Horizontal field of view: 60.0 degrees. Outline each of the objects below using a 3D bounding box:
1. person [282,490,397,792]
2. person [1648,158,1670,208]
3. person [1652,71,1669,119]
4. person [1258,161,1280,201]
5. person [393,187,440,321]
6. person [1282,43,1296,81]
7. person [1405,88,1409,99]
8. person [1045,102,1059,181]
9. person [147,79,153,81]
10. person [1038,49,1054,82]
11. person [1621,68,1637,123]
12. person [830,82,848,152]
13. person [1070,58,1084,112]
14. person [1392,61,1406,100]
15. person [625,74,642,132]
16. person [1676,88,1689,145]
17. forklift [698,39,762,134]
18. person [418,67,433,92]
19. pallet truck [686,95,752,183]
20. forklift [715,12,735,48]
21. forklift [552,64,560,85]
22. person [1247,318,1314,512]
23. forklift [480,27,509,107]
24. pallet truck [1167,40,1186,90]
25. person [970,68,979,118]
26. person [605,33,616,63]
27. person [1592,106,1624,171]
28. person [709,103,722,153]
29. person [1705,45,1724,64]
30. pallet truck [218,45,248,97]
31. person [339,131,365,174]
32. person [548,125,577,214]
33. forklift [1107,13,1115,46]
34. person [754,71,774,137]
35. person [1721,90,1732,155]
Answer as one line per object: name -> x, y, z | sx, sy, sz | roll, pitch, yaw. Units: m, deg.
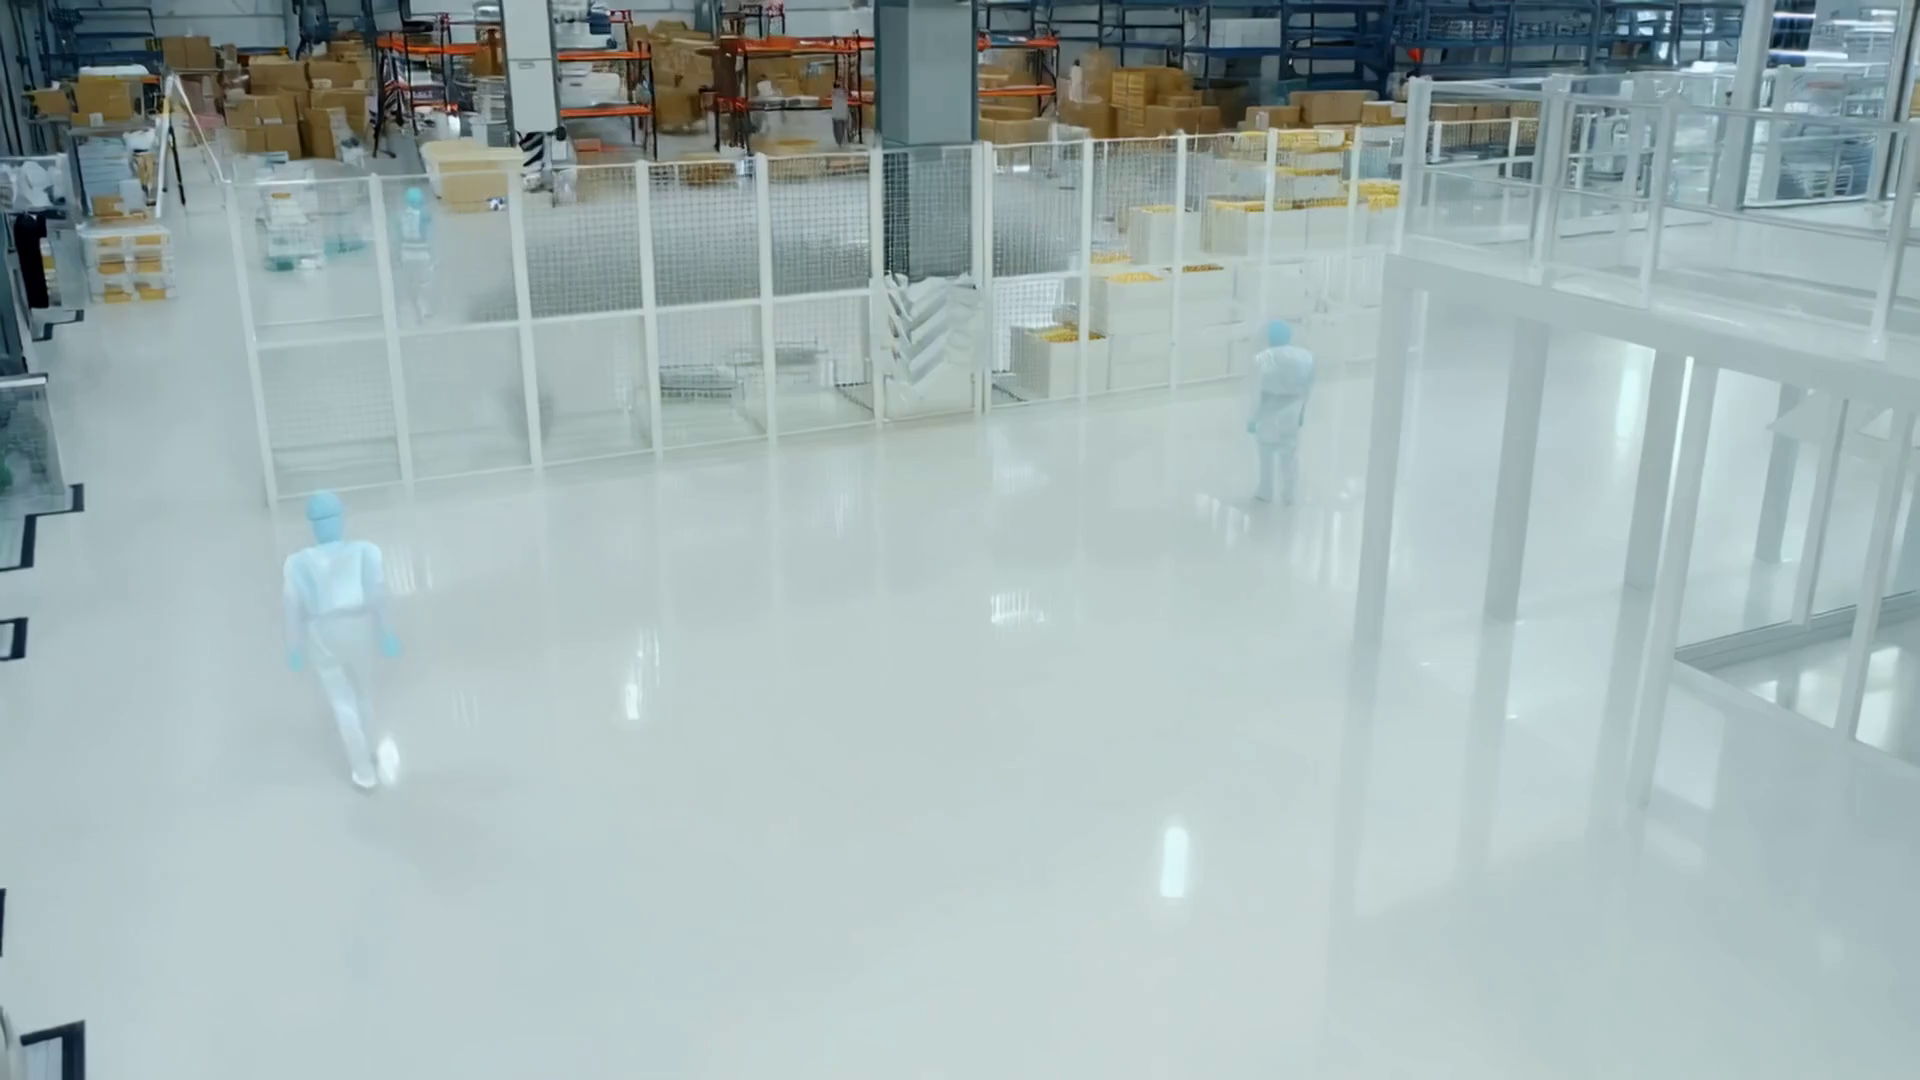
person -> -3.925, 0.586, 10.479 | 0.615, 1.873, 0.968 | -12, 22, -31
person -> 11.721, -5.500, 28.055 | 0.409, 1.925, 0.574 | 14, 23, 35
person -> 23.277, -14.770, 55.338 | 0.880, 1.655, 0.534 | -14, 23, -34
person -> 5.017, -5.371, 27.717 | 0.826, 1.917, 0.636 | 5, 20, 15
person -> -7.847, -4.136, 24.090 | 0.634, 1.927, 0.436 | 0, 19, 0
person -> 13.715, -19.808, 69.587 | 0.732, 1.895, 0.594 | -8, 20, -21
person -> 11.652, -10.804, 43.412 | 0.548, 1.937, 0.379 | -2, 19, -6
person -> 2.209, -9.599, 40.046 | 0.328, 1.861, 0.503 | -2, 19, -5
person -> -24.994, -13.437, 51.511 | 0.515, 1.634, 0.313 | 10, 22, 27
person -> 3.922, -21.375, 74.581 | 0.500, 1.591, 0.886 | -14, 23, -35
person -> 21.889, -14.555, 54.533 | 0.951, 1.785, 0.600 | -11, 22, -28
person -> -3.406, -11.757, 46.222 | 0.427, 1.904, 0.613 | -9, 21, -25
person -> 4.135, -16.092, 58.887 | 0.523, 1.845, 0.757 | -1, 19, -4
person -> 14.577, -14.893, 55.221 | 0.366, 1.965, 0.607 | -7, 20, -21
person -> -10.223, -13.705, 52.046 | 0.531, 1.802, 0.983 | -11, 22, -28
person -> 20.014, -11.674, 46.273 | 0.541, 1.718, 0.929 | -2, 19, -5
forklift -> -7.115, -13.967, 51.159 | 1.873, 2.768, 1.129 | 0, 19, 1
person -> -18.894, -16.090, 58.729 | 0.549, 1.942, 0.347 | 0, 19, 1
pallet truck -> -5.836, -9.608, 39.856 | 0.823, 1.965, 1.885 | 10, 22, 27
forklift -> -11.479, -24.544, 81.819 | 1.873, 2.768, 1.129 | 17, 25, 41
forklift -> -18.281, -20.877, 71.189 | 1.129, 2.768, 1.873 | 14, 23, 34
person -> 2.983, -1.176, 15.658 | 0.619, 1.838, 0.430 | -7, 20, -20
forklift -> -16.857, -17.371, 61.027 | 1.129, 2.768, 1.873 | 14, 24, 35
pallet truck -> 9.045, -19.971, 69.895 | 0.823, 1.965, 1.885 | -3, 19, -8
person -> 0.415, -14.359, 53.771 | 0.458, 1.902, 0.625 | -9, 21, -25
person -> -16.678, -23.232, 79.443 | 0.379, 1.937, 0.656 | 14, 24, 35
person -> 14.566, -8.861, 37.625 | 0.537, 2.000, 0.679 | -12, 22, -31
person -> -6.143, -10.125, 41.822 | 0.322, 1.690, 0.534 | -9, 21, -24
person -> 31.233, -19.576, 68.976 | 0.710, 1.853, 0.825 | 9, 21, 23
pallet truck -> -28.879, -18.665, 66.111 | 0.823, 1.965, 1.885 | -3, 19, -9
person -> -12.465, -7.509, 34.153 | 0.487, 1.745, 0.290 | -1, 19, -4
person -> -8.280, -7.693, 34.600 | 0.628, 1.807, 0.894 | 1, 19, 4
forklift -> 7.581, -23.983, 80.193 | 1.129, 2.768, 1.873 | -9, 21, -25
person -> -5.906, -13.203, 50.376 | 0.652, 1.928, 0.434 | 7, 20, 18
person -> 19.325, -10.352, 42.014 | 0.397, 1.992, 0.623 | 11, 22, 30
